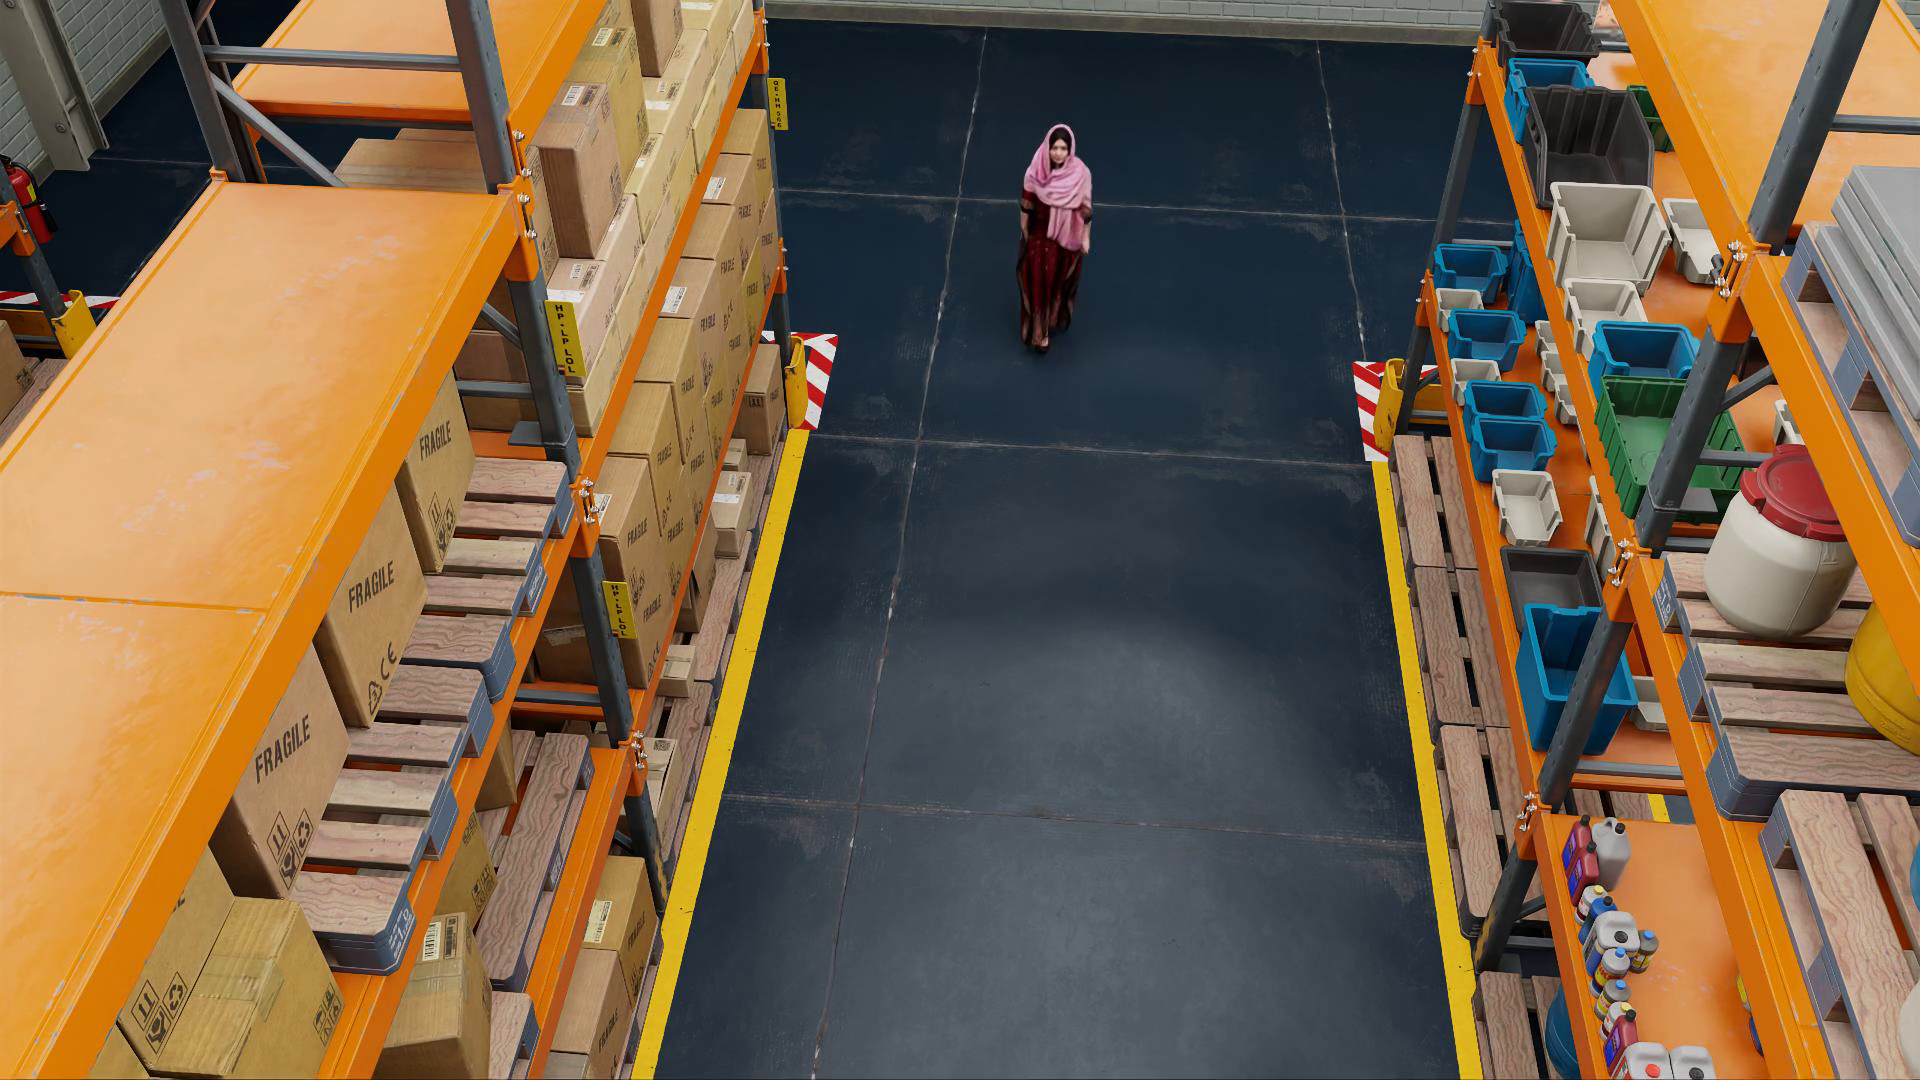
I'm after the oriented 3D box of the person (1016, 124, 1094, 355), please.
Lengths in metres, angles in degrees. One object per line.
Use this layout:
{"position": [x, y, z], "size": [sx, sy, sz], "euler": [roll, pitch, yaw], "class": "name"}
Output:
{"position": [0.632, -2.126, 11.283], "size": [0.737, 1.642, 0.855], "euler": [-2, 43, -2], "class": "person"}
